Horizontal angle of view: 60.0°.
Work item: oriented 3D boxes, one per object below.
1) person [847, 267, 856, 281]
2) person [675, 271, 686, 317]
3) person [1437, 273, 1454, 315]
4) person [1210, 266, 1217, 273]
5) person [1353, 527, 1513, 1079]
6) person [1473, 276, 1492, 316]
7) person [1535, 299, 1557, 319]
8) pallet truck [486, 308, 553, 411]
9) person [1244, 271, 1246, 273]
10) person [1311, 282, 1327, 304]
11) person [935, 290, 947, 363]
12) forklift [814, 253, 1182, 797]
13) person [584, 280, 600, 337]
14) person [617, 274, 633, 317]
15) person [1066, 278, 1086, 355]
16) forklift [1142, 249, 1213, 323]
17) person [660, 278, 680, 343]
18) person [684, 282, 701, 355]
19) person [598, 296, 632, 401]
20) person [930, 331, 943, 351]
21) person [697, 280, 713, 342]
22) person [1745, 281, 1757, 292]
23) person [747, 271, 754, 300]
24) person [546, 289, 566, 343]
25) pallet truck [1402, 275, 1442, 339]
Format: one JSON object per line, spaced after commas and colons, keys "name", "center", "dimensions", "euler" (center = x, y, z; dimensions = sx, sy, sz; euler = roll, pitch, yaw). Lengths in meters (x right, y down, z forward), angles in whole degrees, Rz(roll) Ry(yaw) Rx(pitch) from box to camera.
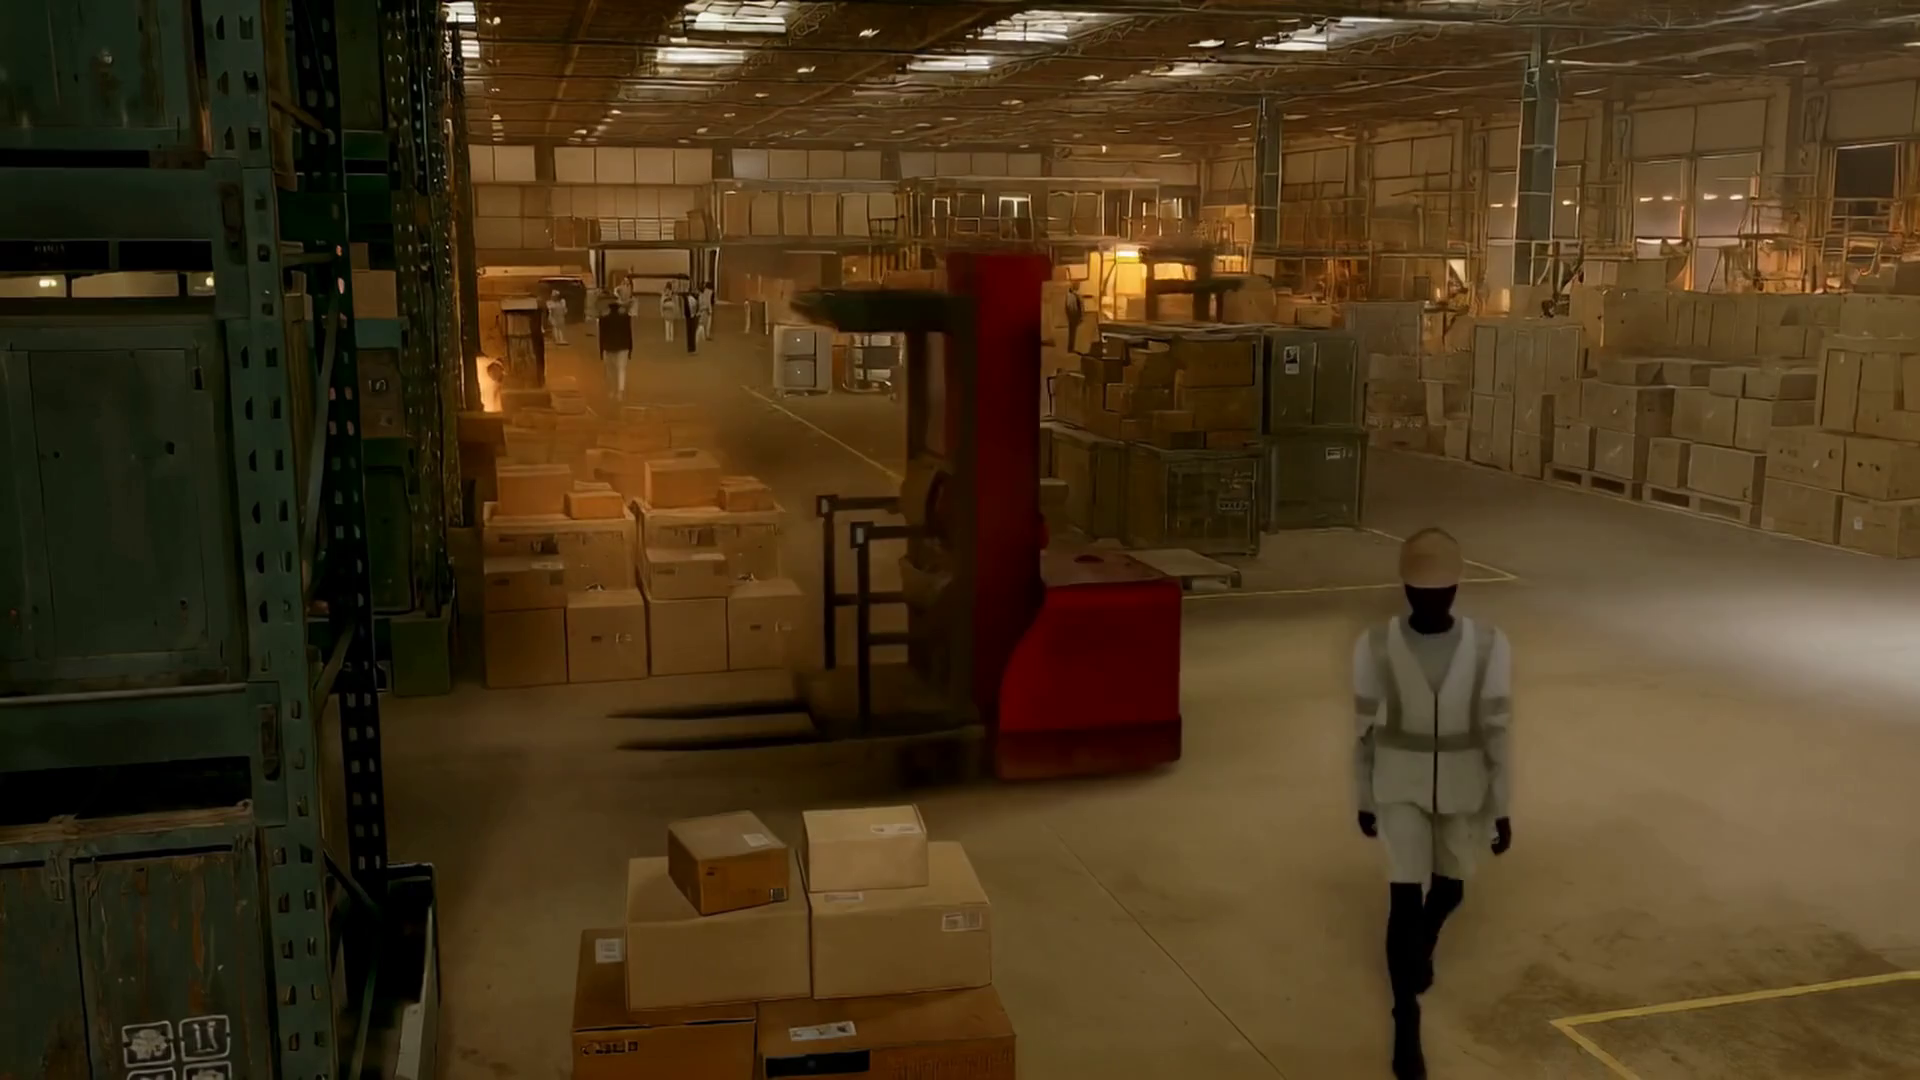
{"name": "person", "center": [-4.842, -11.292, 74.700], "dimensions": [0.368, 1.967, 0.600], "euler": [-5, 11, -25]}
{"name": "person", "center": [-11.349, -9.971, 67.489], "dimensions": [0.443, 1.874, 0.733], "euler": [-8, 13, -39]}
{"name": "person", "center": [19.893, -10.063, 68.123], "dimensions": [0.648, 1.838, 0.429], "euler": [5, 11, 27]}
{"name": "person", "center": [12.516, -12.566, 82.126], "dimensions": [0.623, 1.912, 0.680], "euler": [1, 10, 3]}
{"name": "person", "center": [1.685, 0.871, 6.013], "dimensions": [0.549, 1.910, 0.901], "euler": [1, 10, 8]}
{"name": "person", "center": [18.894, -8.645, 60.194], "dimensions": [0.654, 1.789, 0.945], "euler": [3, 11, 18]}
{"name": "person", "center": [10.411, -3.318, 29.624], "dimensions": [0.627, 1.941, 0.371], "euler": [-6, 12, -32]}
{"name": "pallet truck", "center": [-6.242, -2.418, 24.362], "dimensions": [0.823, 1.965, 1.885], "euler": [1, 10, 3]}
{"name": "person", "center": [10.942, -9.319, 63.613], "dimensions": [0.543, 1.939, 0.356], "euler": [-9, 13, -42]}
{"name": "person", "center": [11.926, -7.730, 55.323], "dimensions": [0.535, 1.691, 0.321], "euler": [5, 11, 28]}
{"name": "person", "center": [-0.414, -4.807, 38.269], "dimensions": [0.408, 1.866, 0.612], "euler": [1, 10, 4]}
{"name": "forklift", "center": [0.199, -0.164, 9.100], "dimensions": [1.873, 2.768, 1.129], "euler": [-3, 10, -14]}
{"name": "person", "center": [-11.584, -7.345, 52.790], "dimensions": [0.658, 1.809, 0.602], "euler": [0, 10, 1]}
{"name": "person", "center": [-11.312, -7.993, 56.141], "dimensions": [0.574, 1.926, 0.506], "euler": [0, 10, -2]}
{"name": "person", "center": [3.082, -5.953, 44.258], "dimensions": [0.536, 2.000, 0.676], "euler": [1, 10, 4]}
{"name": "forklift", "center": [3.033, -2.696, 23.439], "dimensions": [1.129, 2.768, 1.873], "euler": [-3, 10, -15]}
{"name": "person", "center": [-8.651, -6.858, 49.698], "dimensions": [0.566, 1.926, 0.400], "euler": [-3, 11, -18]}
{"name": "person", "center": [-7.110, -5.861, 44.087], "dimensions": [0.373, 1.916, 0.596], "euler": [3, 11, 18]}
{"name": "person", "center": [-6.414, -3.566, 31.006], "dimensions": [0.608, 1.958, 0.979], "euler": [-2, 10, -12]}
{"name": "person", "center": [-0.555, -4.540, 37.440], "dimensions": [0.407, 1.622, 0.526], "euler": [1, 10, 8]}
{"name": "person", "center": [-7.706, -6.934, 50.294], "dimensions": [0.518, 1.874, 0.327], "euler": [-7, 12, -33]}
{"name": "person", "center": [27.295, -8.211, 57.369], "dimensions": [0.587, 1.927, 0.367], "euler": [-9, 13, -40]}
{"name": "person", "center": [-9.369, -11.144, 74.432], "dimensions": [0.325, 1.767, 0.533], "euler": [3, 10, 17]}
{"name": "person", "center": [-11.242, -6.147, 46.343], "dimensions": [0.548, 1.684, 0.473], "euler": [-1, 10, -3]}
{"name": "pallet truck", "center": [14.620, -7.324, 52.145], "dimensions": [0.823, 1.965, 1.885], "euler": [8, 13, 40]}
